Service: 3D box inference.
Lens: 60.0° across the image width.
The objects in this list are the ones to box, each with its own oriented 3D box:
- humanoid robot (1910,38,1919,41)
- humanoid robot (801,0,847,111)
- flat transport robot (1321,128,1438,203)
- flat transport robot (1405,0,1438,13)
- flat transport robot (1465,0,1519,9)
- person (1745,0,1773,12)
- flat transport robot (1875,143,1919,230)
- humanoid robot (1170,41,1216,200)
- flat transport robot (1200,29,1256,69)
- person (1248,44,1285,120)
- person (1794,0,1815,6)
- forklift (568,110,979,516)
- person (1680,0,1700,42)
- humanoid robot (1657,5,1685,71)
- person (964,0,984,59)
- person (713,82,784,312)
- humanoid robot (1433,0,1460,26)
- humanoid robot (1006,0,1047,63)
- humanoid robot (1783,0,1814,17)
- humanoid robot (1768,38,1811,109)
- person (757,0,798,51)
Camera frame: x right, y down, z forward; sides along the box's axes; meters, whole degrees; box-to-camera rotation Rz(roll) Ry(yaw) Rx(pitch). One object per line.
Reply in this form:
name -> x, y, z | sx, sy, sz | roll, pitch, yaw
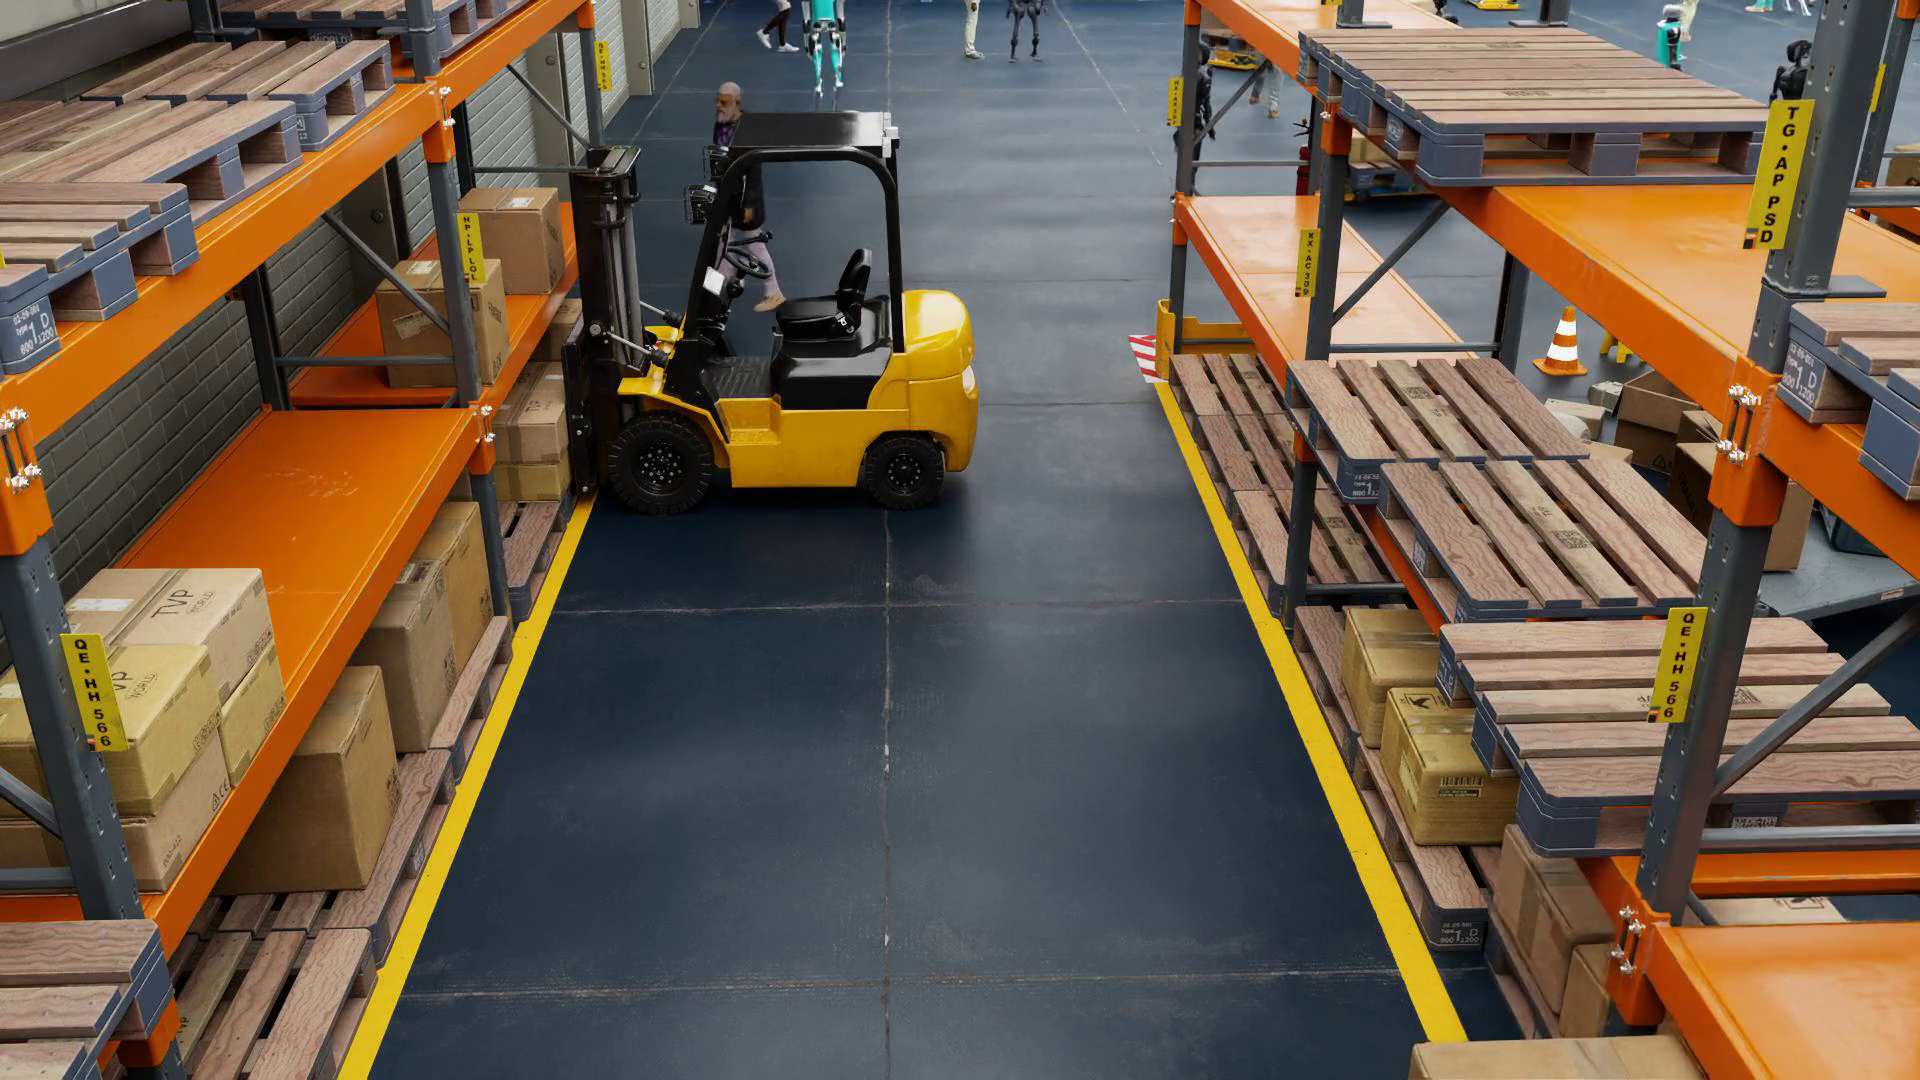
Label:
humanoid robot -> 15.426, -8.598, 25.921 | 0.782, 1.631, 0.612 | 14, 29, 27
humanoid robot -> -1.622, -5.947, 20.176 | 0.540, 1.789, 0.689 | -4, 26, -8
flat transport robot -> 4.284, -3.669, 17.073 | 1.431, 0.231, 0.659 | -5, 26, -11
flat transport robot -> 6.538, -7.629, 25.459 | 1.431, 0.231, 0.659 | -16, 30, -30
flat transport robot -> 9.523, -9.740, 29.929 | 0.659, 0.231, 1.431 | 0, 25, 0
person -> 14.089, -10.222, 29.060 | 0.518, 1.894, 0.415 | -20, 32, -36
flat transport robot -> 7.959, -1.955, 13.444 | 1.431, 0.231, 0.659 | -1, 25, -2
humanoid robot -> 2.253, -4.025, 16.203 | 0.540, 1.658, 0.610 | 19, 31, 35
flat transport robot -> 4.288, -7.061, 24.257 | 0.659, 0.231, 1.431 | 23, 34, 40
person -> 3.899, -6.229, 20.597 | 0.652, 1.902, 0.860 | 3, 25, 5
person -> 15.333, -10.491, 29.824 | 0.523, 1.712, 0.939 | 5, 26, 11
forklift -> -1.043, -1.379, 9.976 | 2.313, 2.155, 1.214 | -1, 25, -2
person -> 11.556, -8.787, 26.041 | 0.560, 1.863, 0.732 | 23, 33, 39
humanoid robot -> 7.742, -4.727, 17.715 | 0.853, 1.865, 0.550 | 3, 25, 6
person -> 0.221, -8.007, 24.532 | 0.347, 1.745, 0.563 | 0, 25, -1
person -> -1.756, -2.687, 13.175 | 0.543, 1.864, 0.547 | 22, 33, 38
humanoid robot -> 5.530, -5.618, 19.590 | 0.599, 1.651, 0.606 | 2, 25, 5
humanoid robot -> 0.963, -7.811, 24.193 | 0.613, 1.630, 0.396 | -5, 26, -10
humanoid robot -> 14.536, -9.954, 28.683 | 0.554, 1.794, 0.827 | -8, 26, -17
humanoid robot -> 8.081, -4.040, 16.223 | 0.522, 1.642, 0.598 | -8, 26, -17
person -> -2.752, -8.287, 24.956 | 0.500, 1.883, 0.585 | 1, 25, 2
